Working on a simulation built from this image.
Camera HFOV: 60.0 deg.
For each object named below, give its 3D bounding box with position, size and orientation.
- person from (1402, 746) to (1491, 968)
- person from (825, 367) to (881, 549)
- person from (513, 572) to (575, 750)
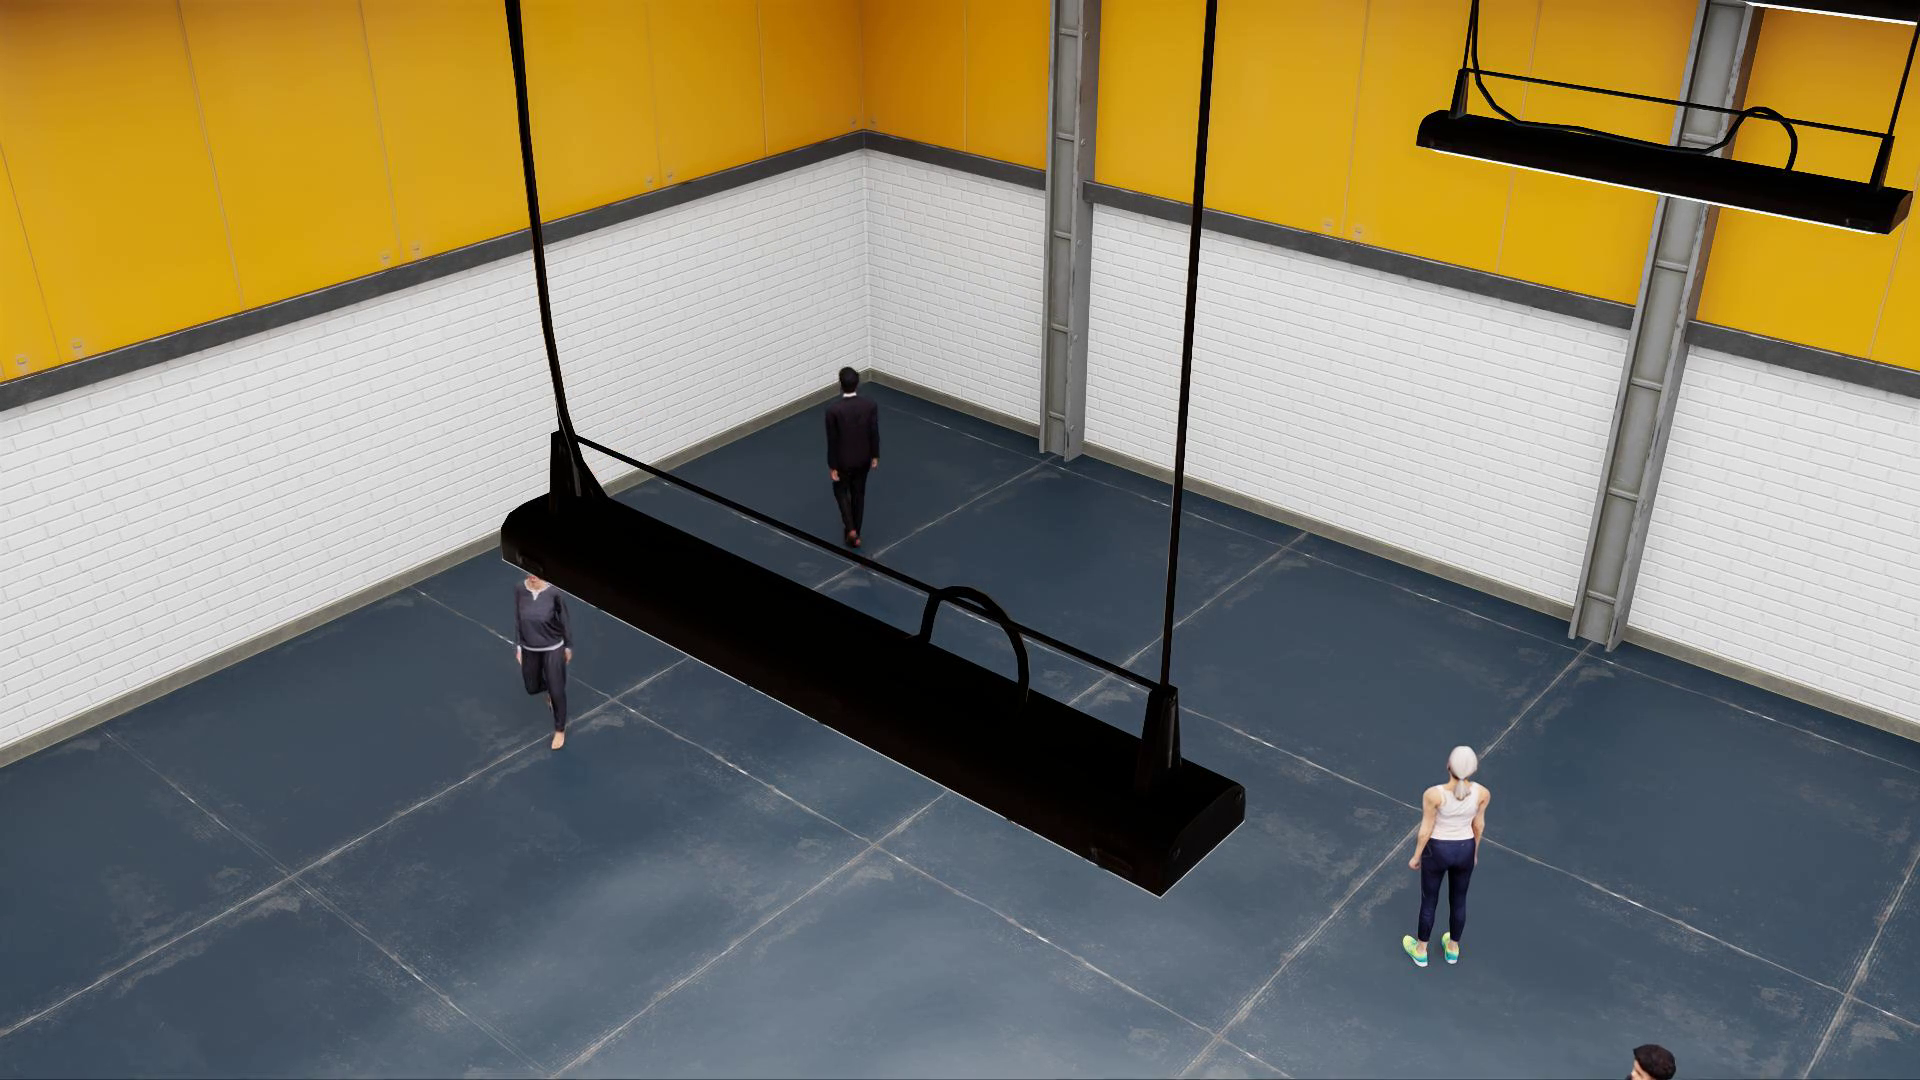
[{"bbox_3d":[3.214,2.084,10.950,0.673,1.702,0.738,-2,29,-3],"label":"person"},{"bbox_3d":[-1.014,-0.746,15.962,0.871,1.871,0.915,-10,30,-17],"label":"person"},{"bbox_3d":[-3.318,0.801,13.295,0.920,1.709,0.939,2,29,4],"label":"person"}]
